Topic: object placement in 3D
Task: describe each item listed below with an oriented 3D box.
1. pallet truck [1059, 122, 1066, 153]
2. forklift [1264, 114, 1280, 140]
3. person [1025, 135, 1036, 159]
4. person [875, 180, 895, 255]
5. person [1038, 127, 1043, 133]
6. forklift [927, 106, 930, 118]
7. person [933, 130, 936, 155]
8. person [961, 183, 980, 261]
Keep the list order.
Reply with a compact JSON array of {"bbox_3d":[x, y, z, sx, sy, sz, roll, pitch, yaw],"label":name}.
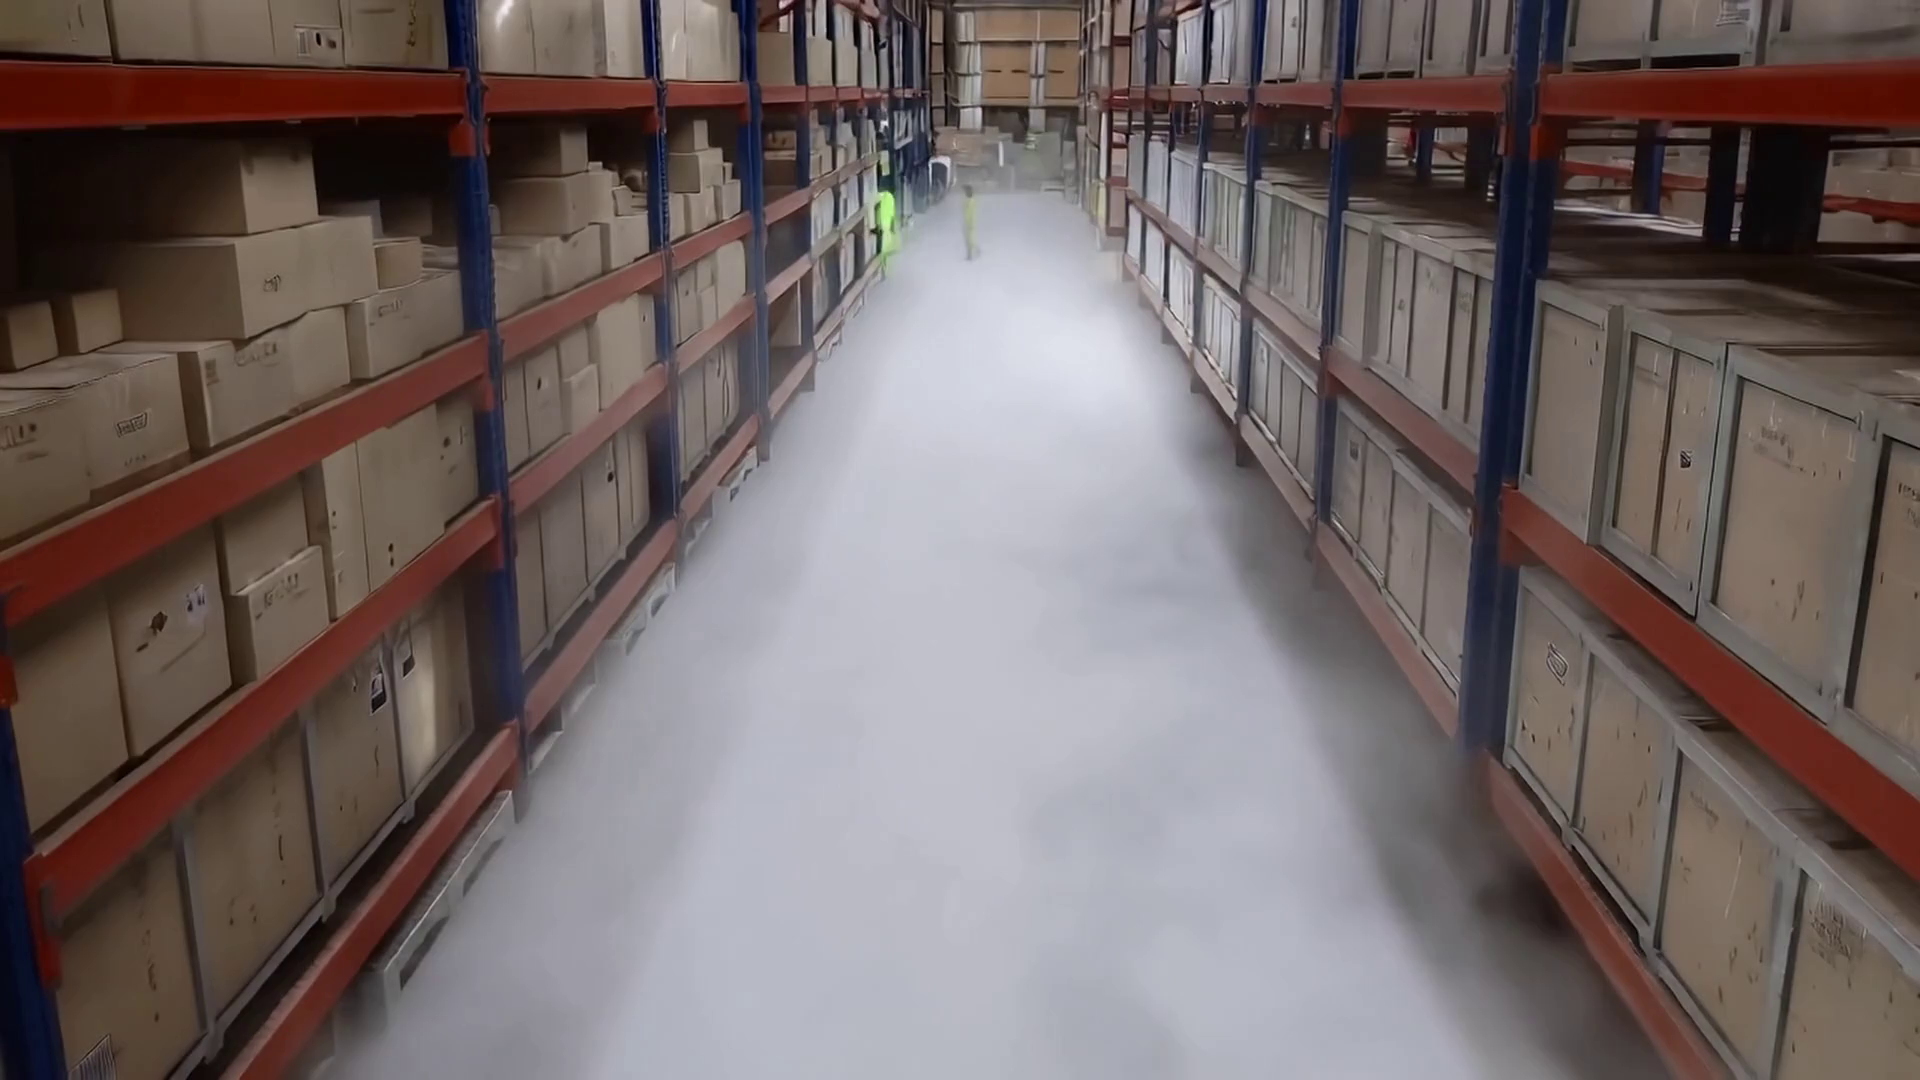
[{"bbox_3d":[5.788,-21.111,88.014,1.885,1.965,0.823,5,16,18],"label":"pallet truck"},{"bbox_3d":[11.017,-13.909,59.544,1.129,2.768,1.873,0,15,2],"label":"forklift"},{"bbox_3d":[2.553,-13.943,61.381,0.625,1.973,0.630,11,19,36],"label":"person"},{"bbox_3d":[-1.599,-7.033,36.327,0.361,1.621,0.517,2,15,6],"label":"person"},{"bbox_3d":[4.544,-22.384,93.455,0.369,1.627,0.522,-1,15,-3],"label":"person"},{"bbox_3d":[-1.924,-21.395,87.397,1.129,2.768,1.873,0,15,2],"label":"forklift"},{"bbox_3d":[-1.402,-18.810,79.694,0.984,1.889,0.650,-5,16,-19],"label":"person"},{"bbox_3d":[0.165,-6.713,35.147,0.353,1.622,0.510,-4,15,-14],"label":"person"}]
